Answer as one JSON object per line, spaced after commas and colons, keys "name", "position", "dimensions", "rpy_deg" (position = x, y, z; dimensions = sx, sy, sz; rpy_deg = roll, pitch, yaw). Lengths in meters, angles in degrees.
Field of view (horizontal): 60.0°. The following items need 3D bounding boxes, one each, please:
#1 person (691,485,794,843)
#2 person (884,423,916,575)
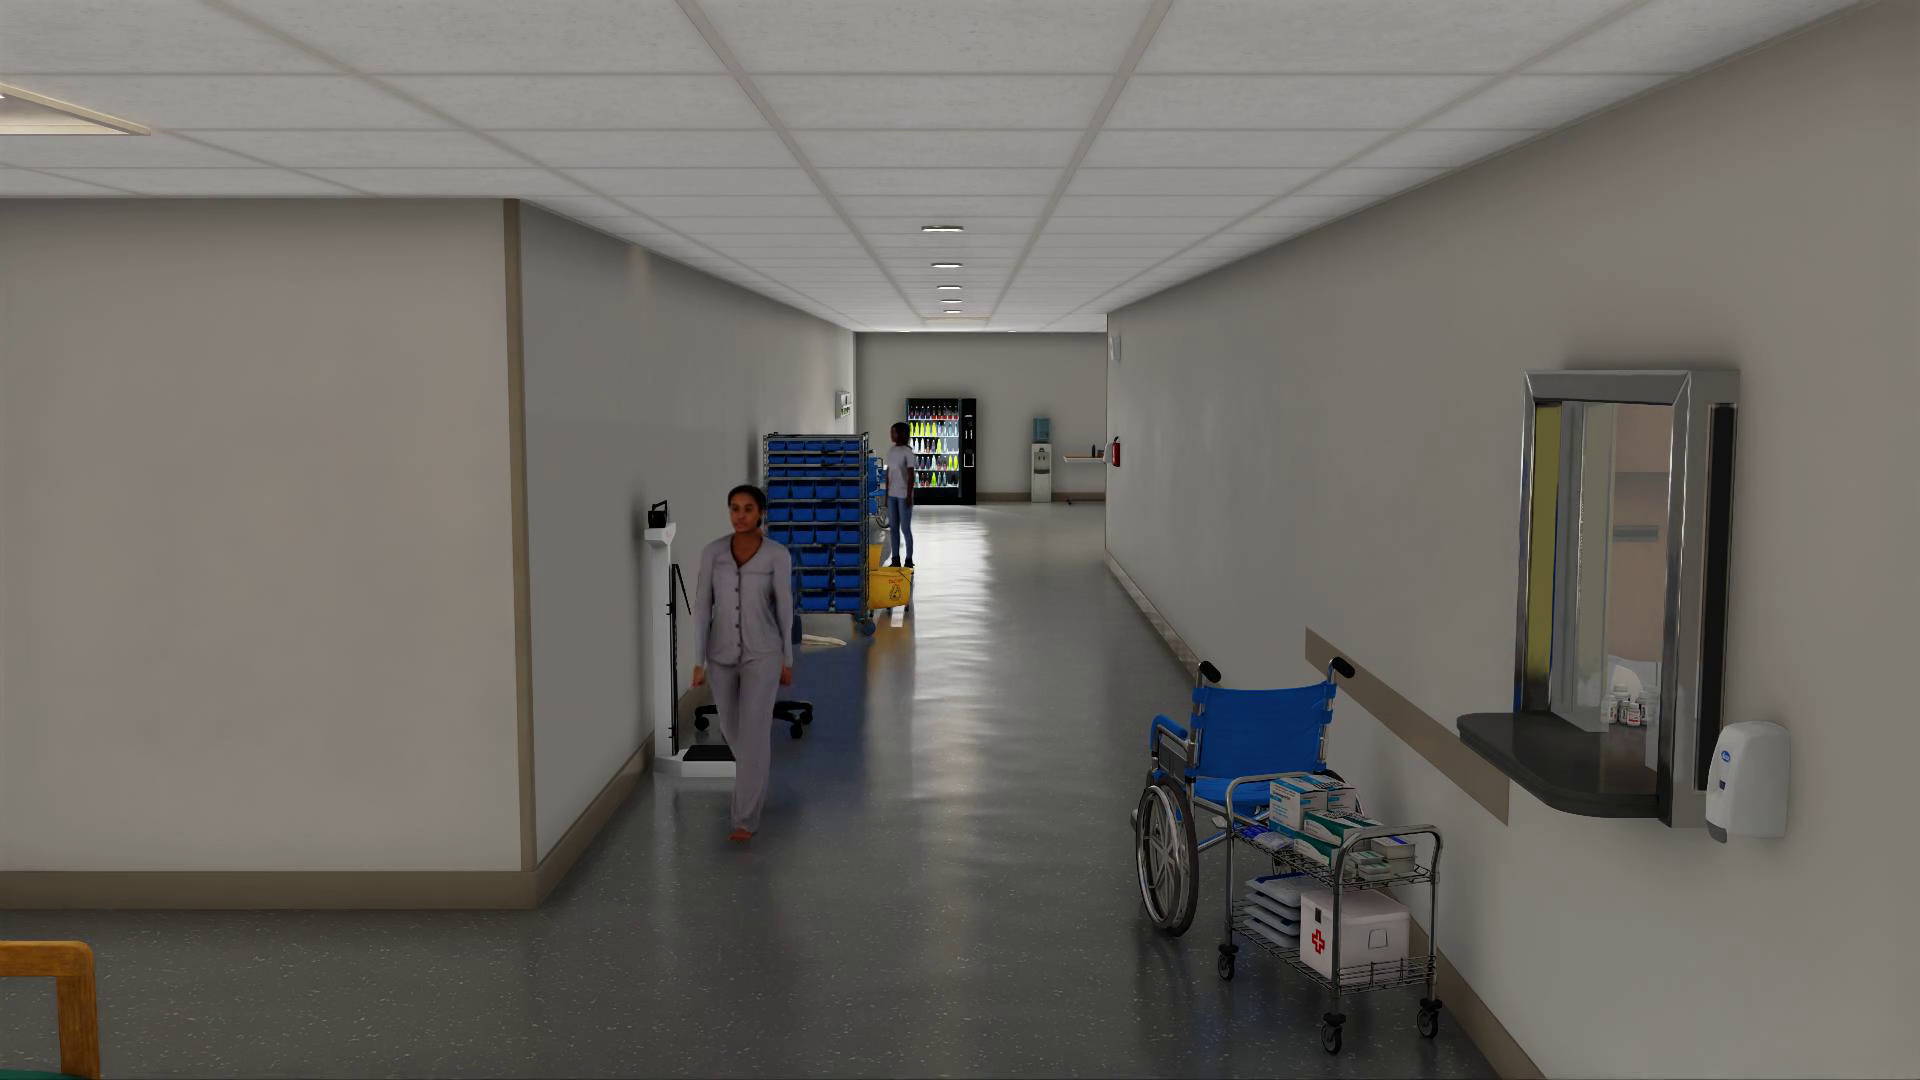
{"name": "person", "position": [-1.065, 0.588, 8.352], "dimensions": [1.114, 1.709, 0.815], "rpy_deg": [1, 6, 10]}
{"name": "person", "position": [-0.673, -0.478, 18.889], "dimensions": [0.710, 1.719, 0.659], "rpy_deg": [-5, 8, -42]}
